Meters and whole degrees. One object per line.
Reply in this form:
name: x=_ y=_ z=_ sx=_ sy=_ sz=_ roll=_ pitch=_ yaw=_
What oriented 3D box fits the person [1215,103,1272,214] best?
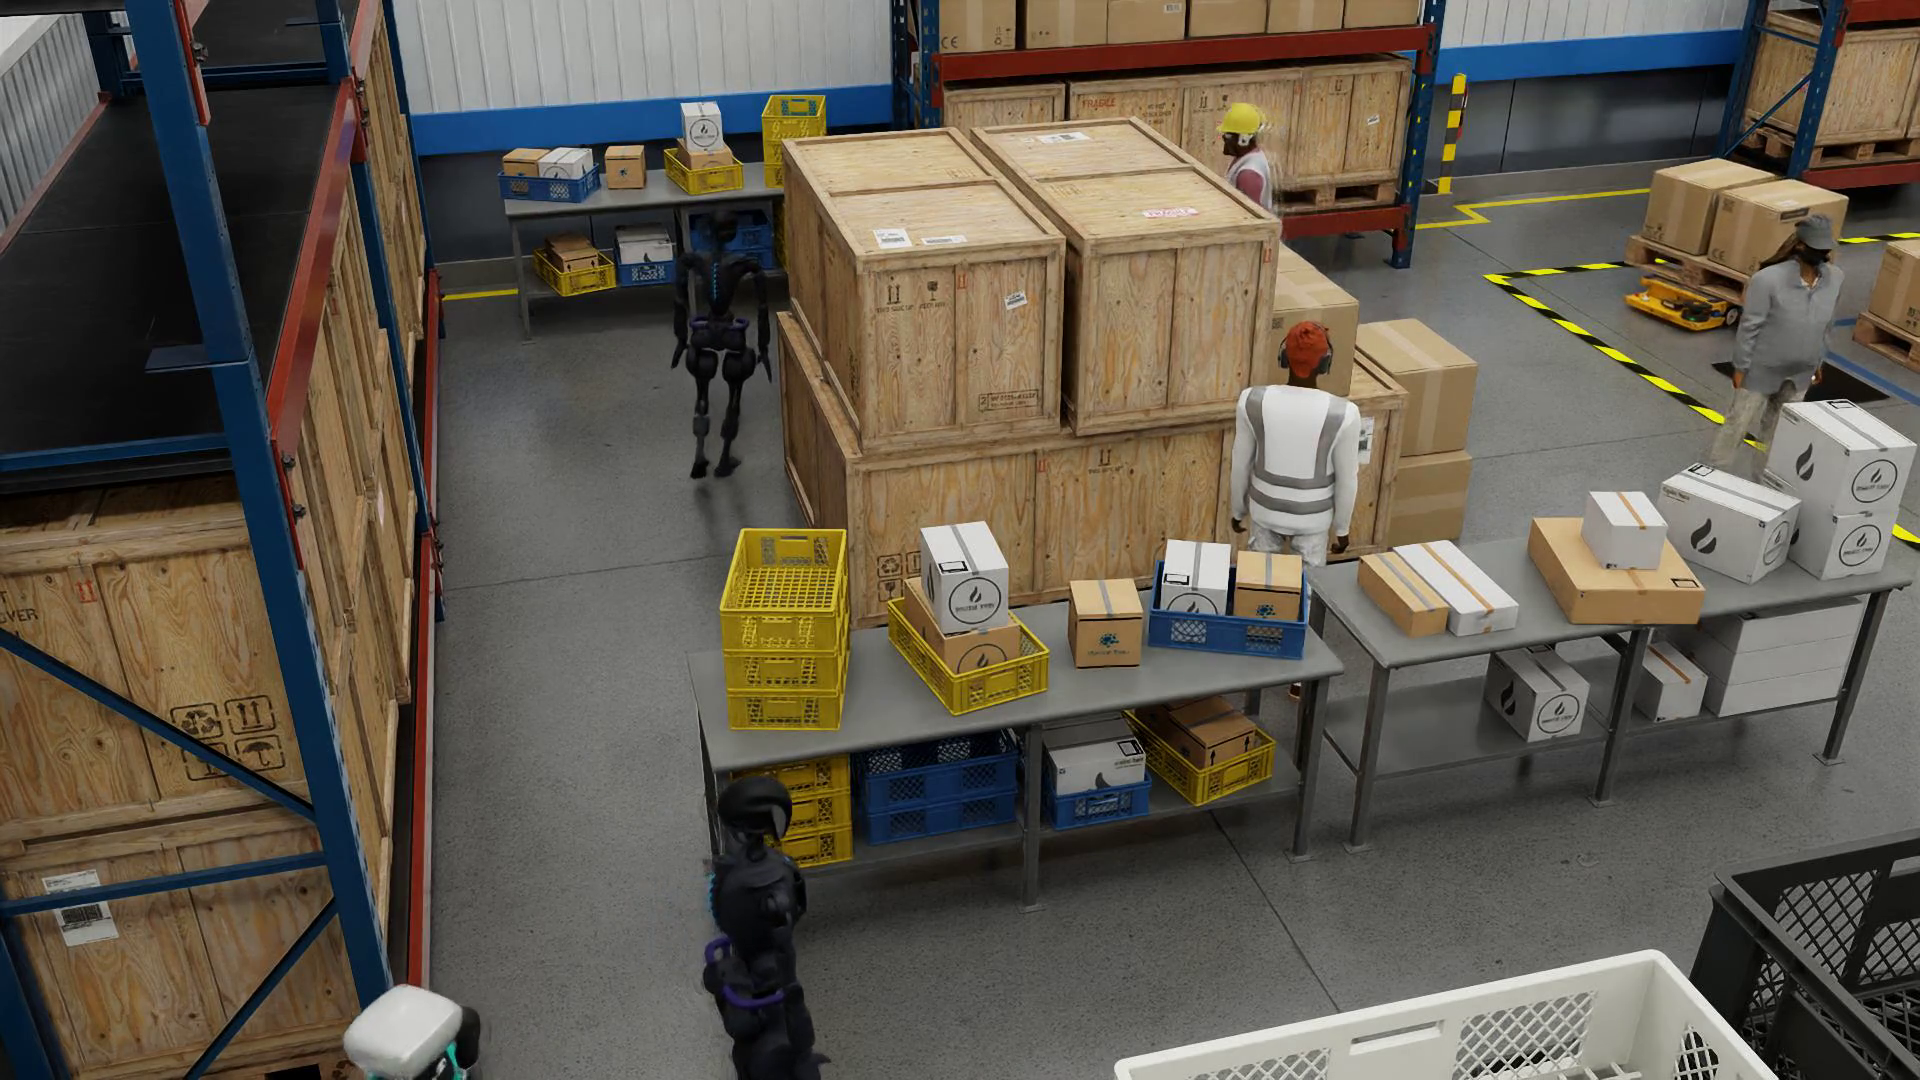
person: x=1.852 y=-2.013 z=11.165 sx=0.443 sy=1.815 sz=0.621 roll=4 pitch=29 yaw=6

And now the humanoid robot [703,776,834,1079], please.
humanoid robot: x=-0.574 y=1.413 z=5.129 sx=0.786 sy=1.618 sz=0.602 roll=-13 pitch=31 yaw=-21

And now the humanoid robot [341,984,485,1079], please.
humanoid robot: x=-1.057 y=1.941 z=4.179 sx=0.756 sy=1.891 sz=0.551 roll=7 pitch=30 yaw=12

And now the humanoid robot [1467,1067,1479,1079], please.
humanoid robot: x=1.170 y=1.982 z=4.057 sx=0.593 sy=1.639 sz=0.396 roll=-1 pitch=29 yaw=-1

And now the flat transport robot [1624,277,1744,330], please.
flat transport robot: x=5.763 y=-1.888 z=12.514 sx=1.431 sy=0.197 sz=0.652 roll=-15 pitch=32 yaw=-26

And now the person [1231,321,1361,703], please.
person: x=1.524 y=-0.113 z=7.648 sx=0.583 sy=1.884 sz=0.370 roll=11 pitch=31 yaw=19

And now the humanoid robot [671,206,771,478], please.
humanoid robot: x=-1.415 y=-1.106 z=9.673 sx=0.612 sy=1.635 sz=0.498 roll=2 pitch=29 yaw=4

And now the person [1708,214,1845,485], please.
person: x=4.589 y=-0.985 z=9.346 sx=0.572 sy=1.768 sz=0.399 roll=-4 pitch=29 yaw=-8
